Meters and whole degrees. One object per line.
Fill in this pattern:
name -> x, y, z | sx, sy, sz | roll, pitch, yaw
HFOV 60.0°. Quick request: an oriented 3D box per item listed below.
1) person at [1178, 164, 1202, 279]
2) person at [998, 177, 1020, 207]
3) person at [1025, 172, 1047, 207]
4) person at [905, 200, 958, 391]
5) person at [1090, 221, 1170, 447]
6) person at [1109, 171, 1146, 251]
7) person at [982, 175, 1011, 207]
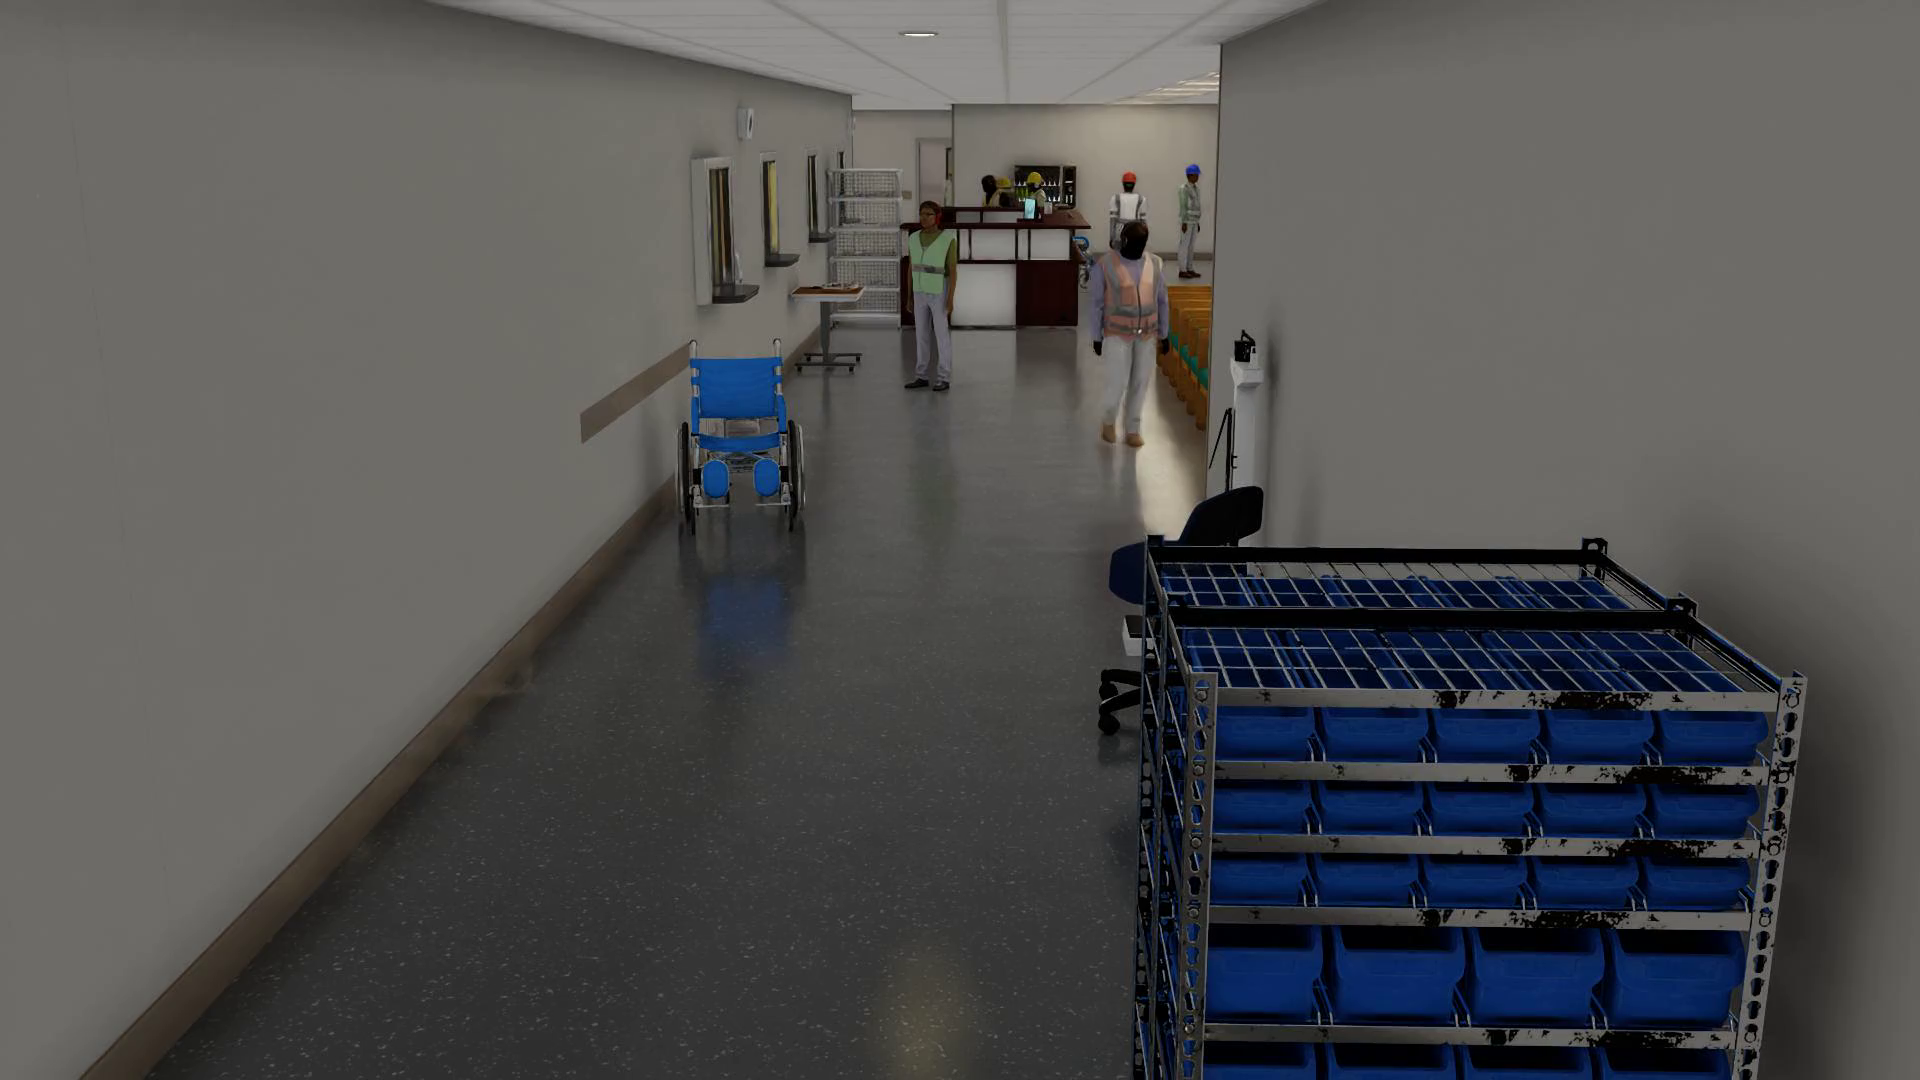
person -> 3.977, -5.511, 28.782 | 0.380, 1.950, 0.603 | 9, 16, 31
person -> 0.743, -5.141, 27.687 | 0.522, 1.758, 0.349 | 6, 15, 22
person -> 1.292, -5.353, 28.411 | 0.403, 1.825, 0.592 | -1, 14, -4
person -> -0.276, -2.400, 16.362 | 0.565, 1.849, 0.389 | 9, 16, 32
person -> 1.370, -1.648, 13.387 | 0.625, 1.818, 0.444 | -4, 14, -15
person -> 2.555, -4.660, 25.432 | 0.568, 1.894, 0.903 | 0, 14, 0
person -> 0.625, -5.056, 27.258 | 0.433, 1.811, 0.763 | -11, 17, -37
